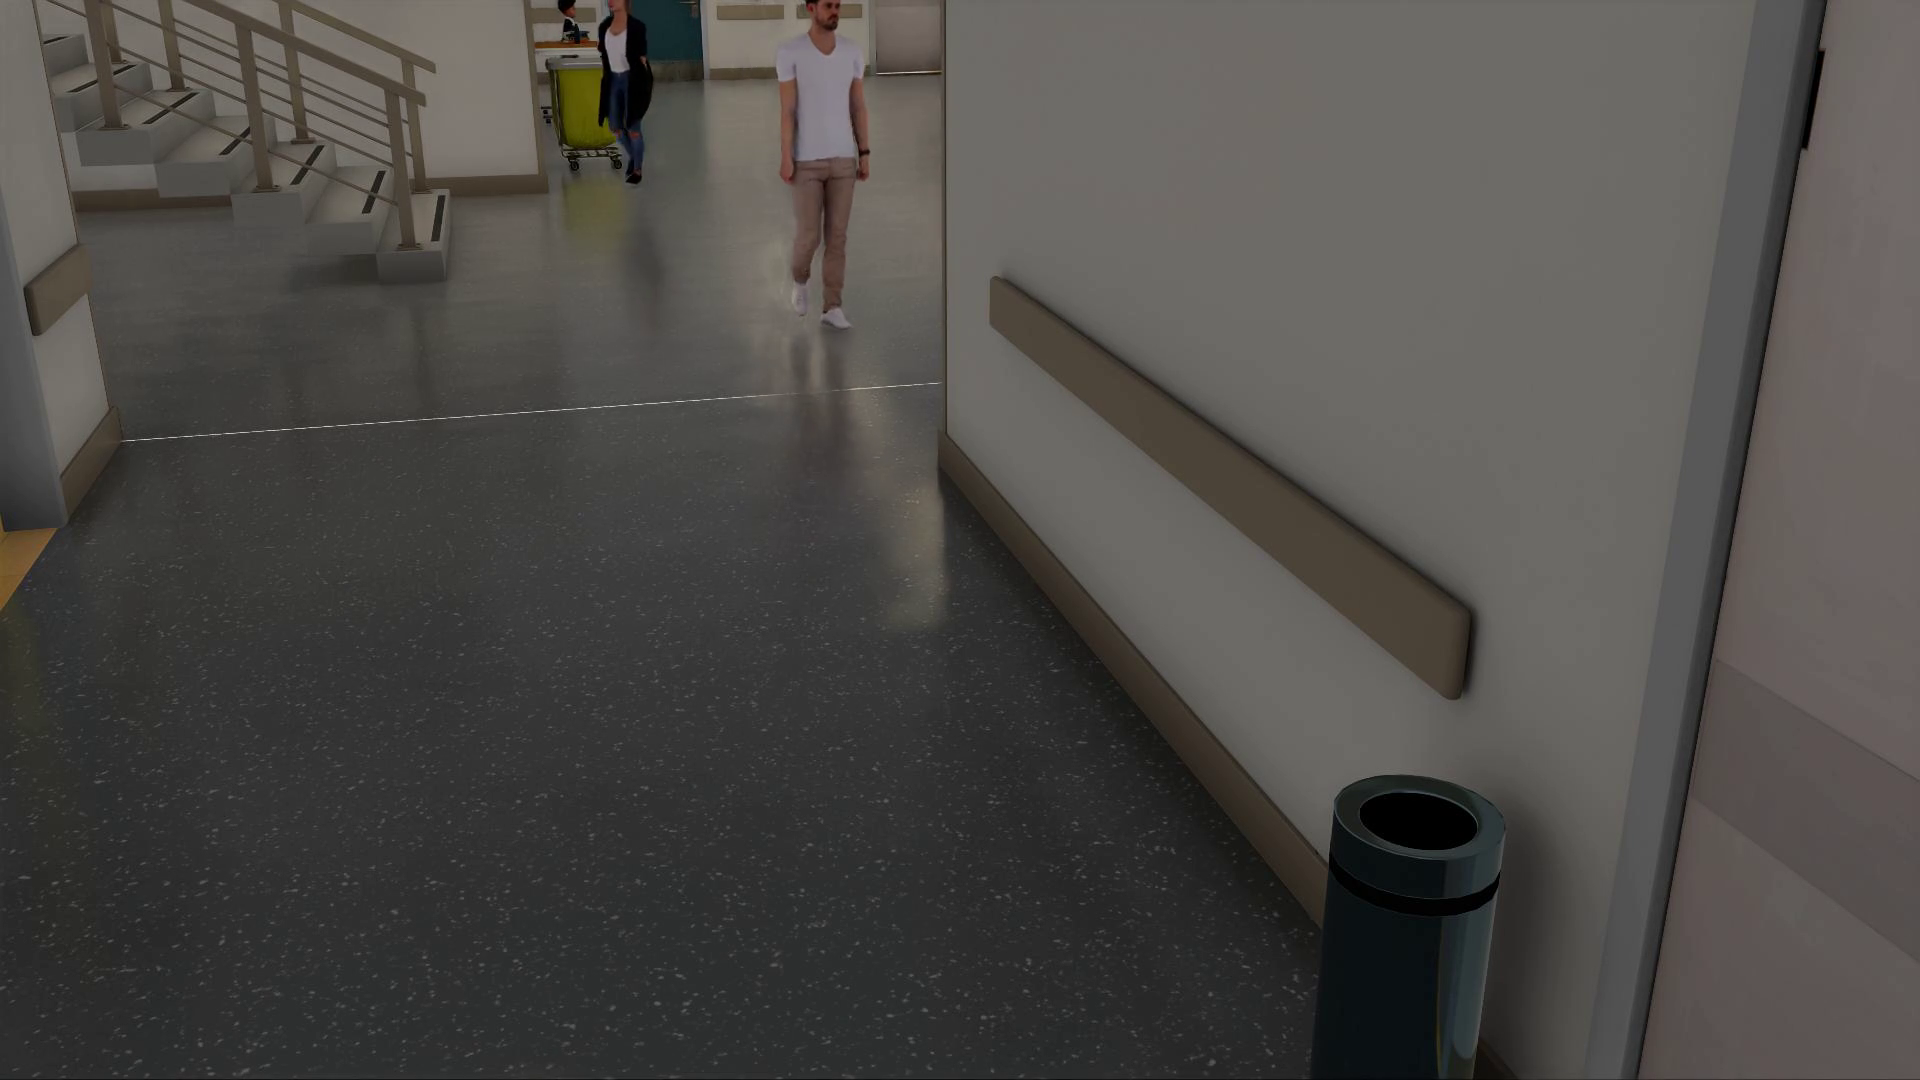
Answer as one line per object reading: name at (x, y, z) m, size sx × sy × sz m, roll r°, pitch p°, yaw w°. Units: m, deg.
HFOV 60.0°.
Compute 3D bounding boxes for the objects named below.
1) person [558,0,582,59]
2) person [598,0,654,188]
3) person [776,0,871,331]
person at (-4.924, -6.147, 20.827) m, size 0.832 × 1.197 × 0.547 m, roll -3°, pitch 21°, yaw -9°
person at (-2.783, -3.863, 14.128) m, size 0.807 × 1.672 × 0.856 m, roll 7°, pitch 22°, yaw 17°
person at (-0.794, -2.124, 9.249) m, size 0.833 × 1.874 × 0.842 m, roll -10°, pitch 23°, yaw -25°
